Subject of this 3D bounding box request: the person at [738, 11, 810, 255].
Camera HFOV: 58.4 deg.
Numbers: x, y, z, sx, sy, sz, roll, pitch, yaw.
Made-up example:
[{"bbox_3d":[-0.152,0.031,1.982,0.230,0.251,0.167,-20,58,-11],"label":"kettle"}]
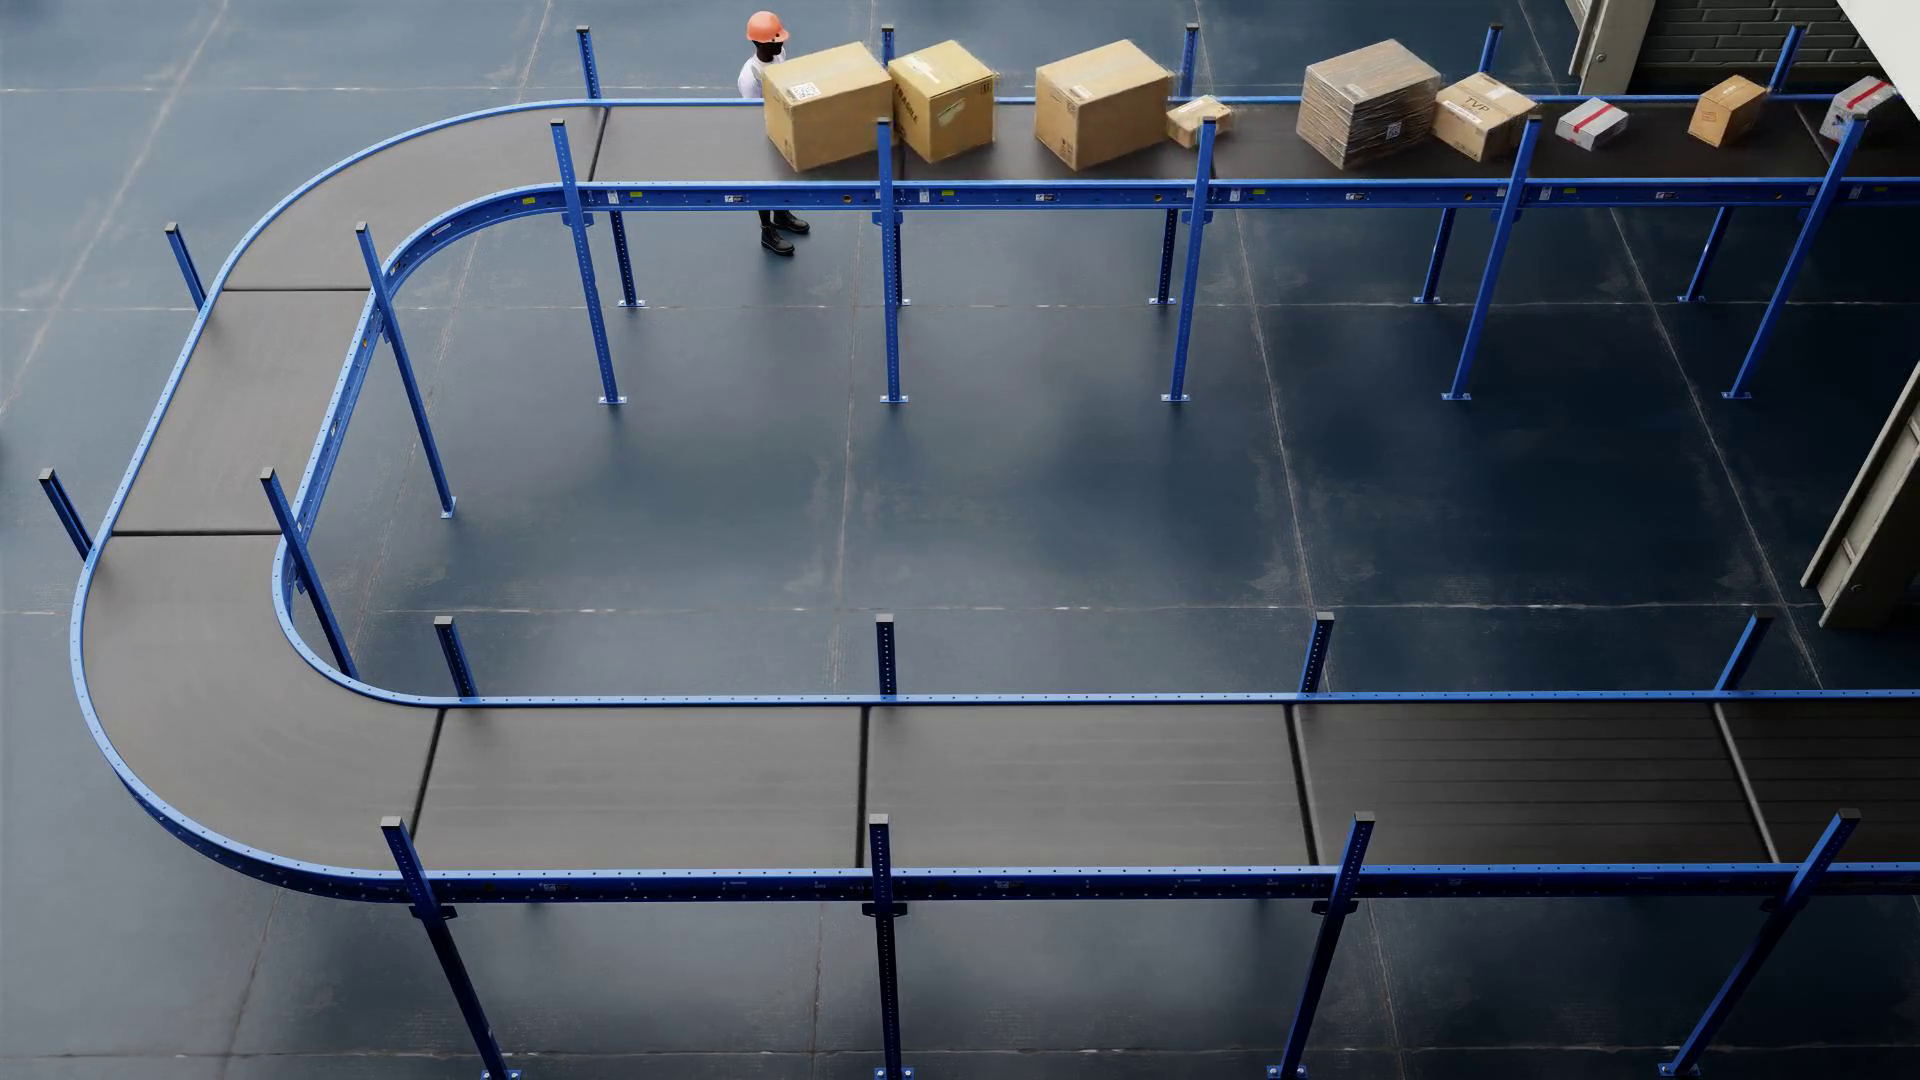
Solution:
[{"bbox_3d":[-1.384,-3.044,12.792,0.352,1.942,0.545,16,49,14],"label":"person"}]
